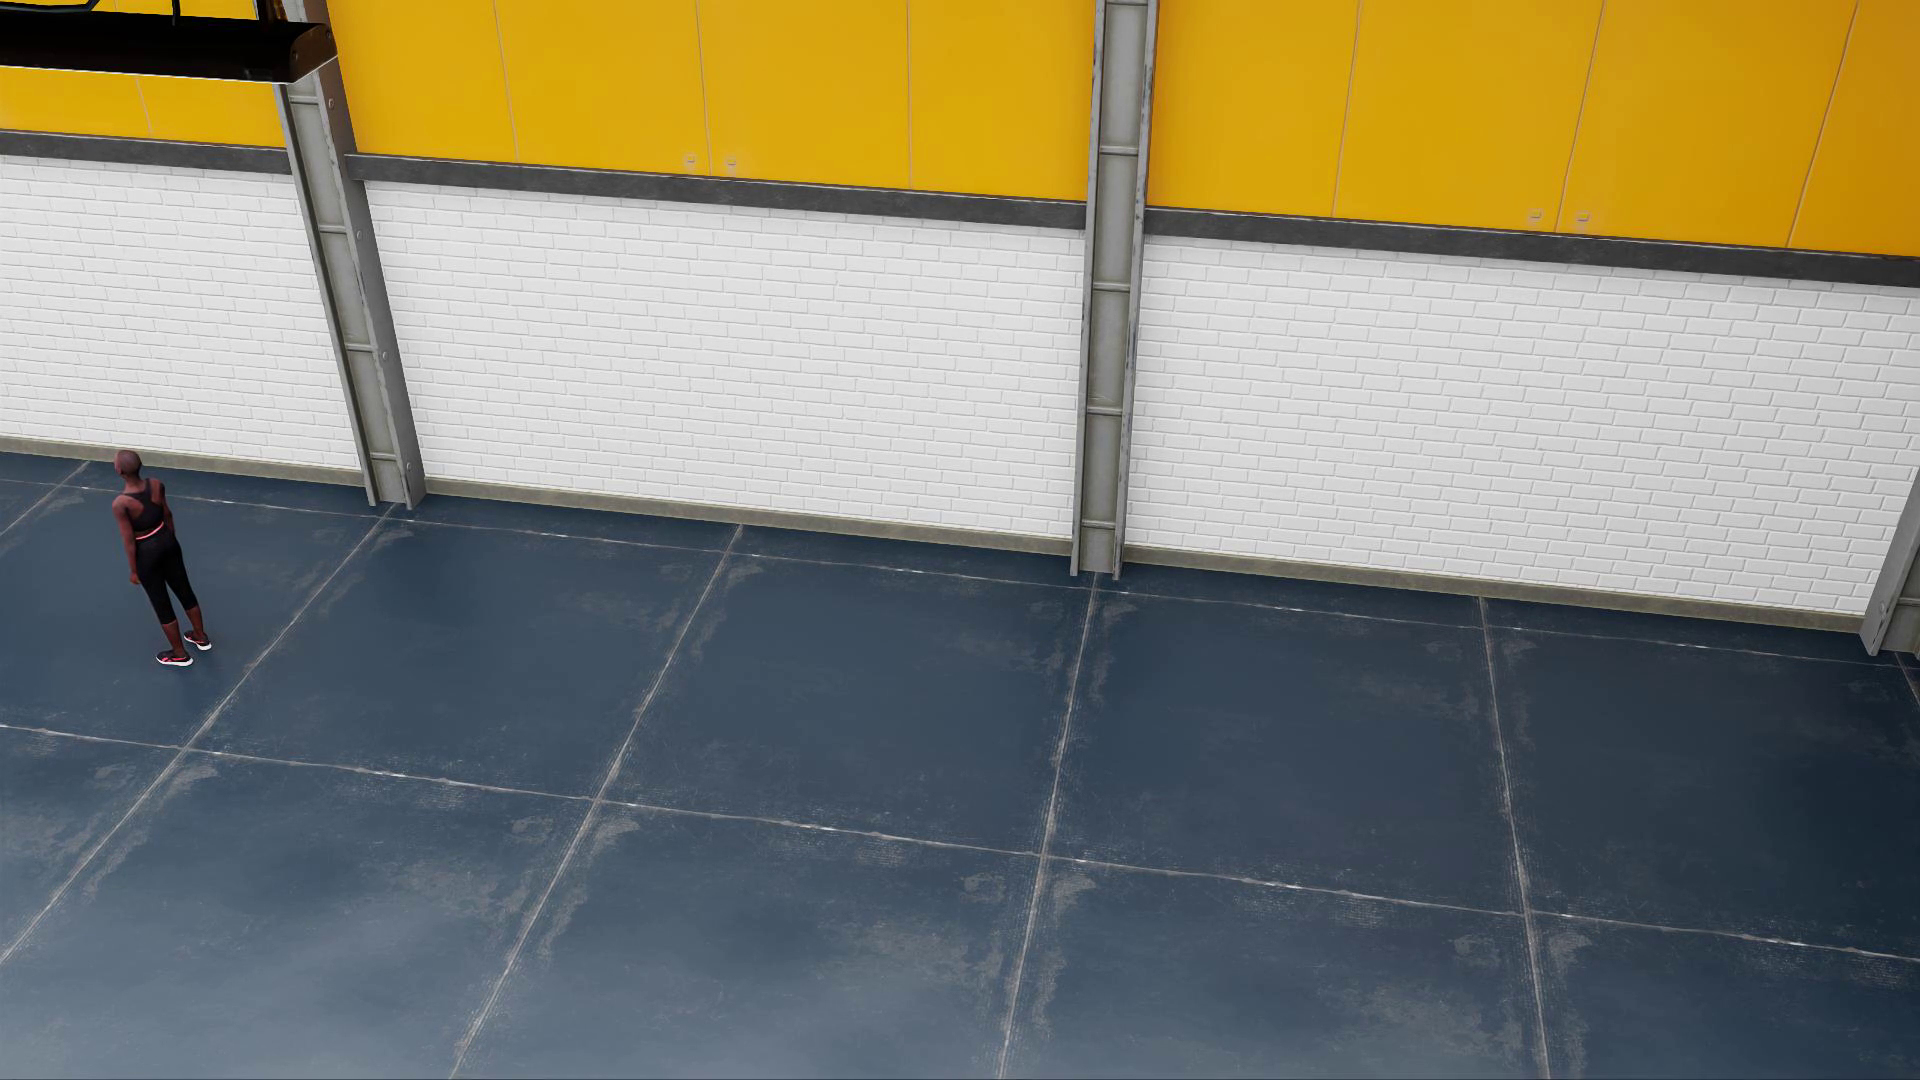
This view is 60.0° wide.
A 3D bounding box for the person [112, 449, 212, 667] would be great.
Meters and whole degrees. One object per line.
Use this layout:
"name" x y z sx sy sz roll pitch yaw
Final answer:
"person" -5.760 0.114 11.940 0.608 1.758 0.631 14 36 20
